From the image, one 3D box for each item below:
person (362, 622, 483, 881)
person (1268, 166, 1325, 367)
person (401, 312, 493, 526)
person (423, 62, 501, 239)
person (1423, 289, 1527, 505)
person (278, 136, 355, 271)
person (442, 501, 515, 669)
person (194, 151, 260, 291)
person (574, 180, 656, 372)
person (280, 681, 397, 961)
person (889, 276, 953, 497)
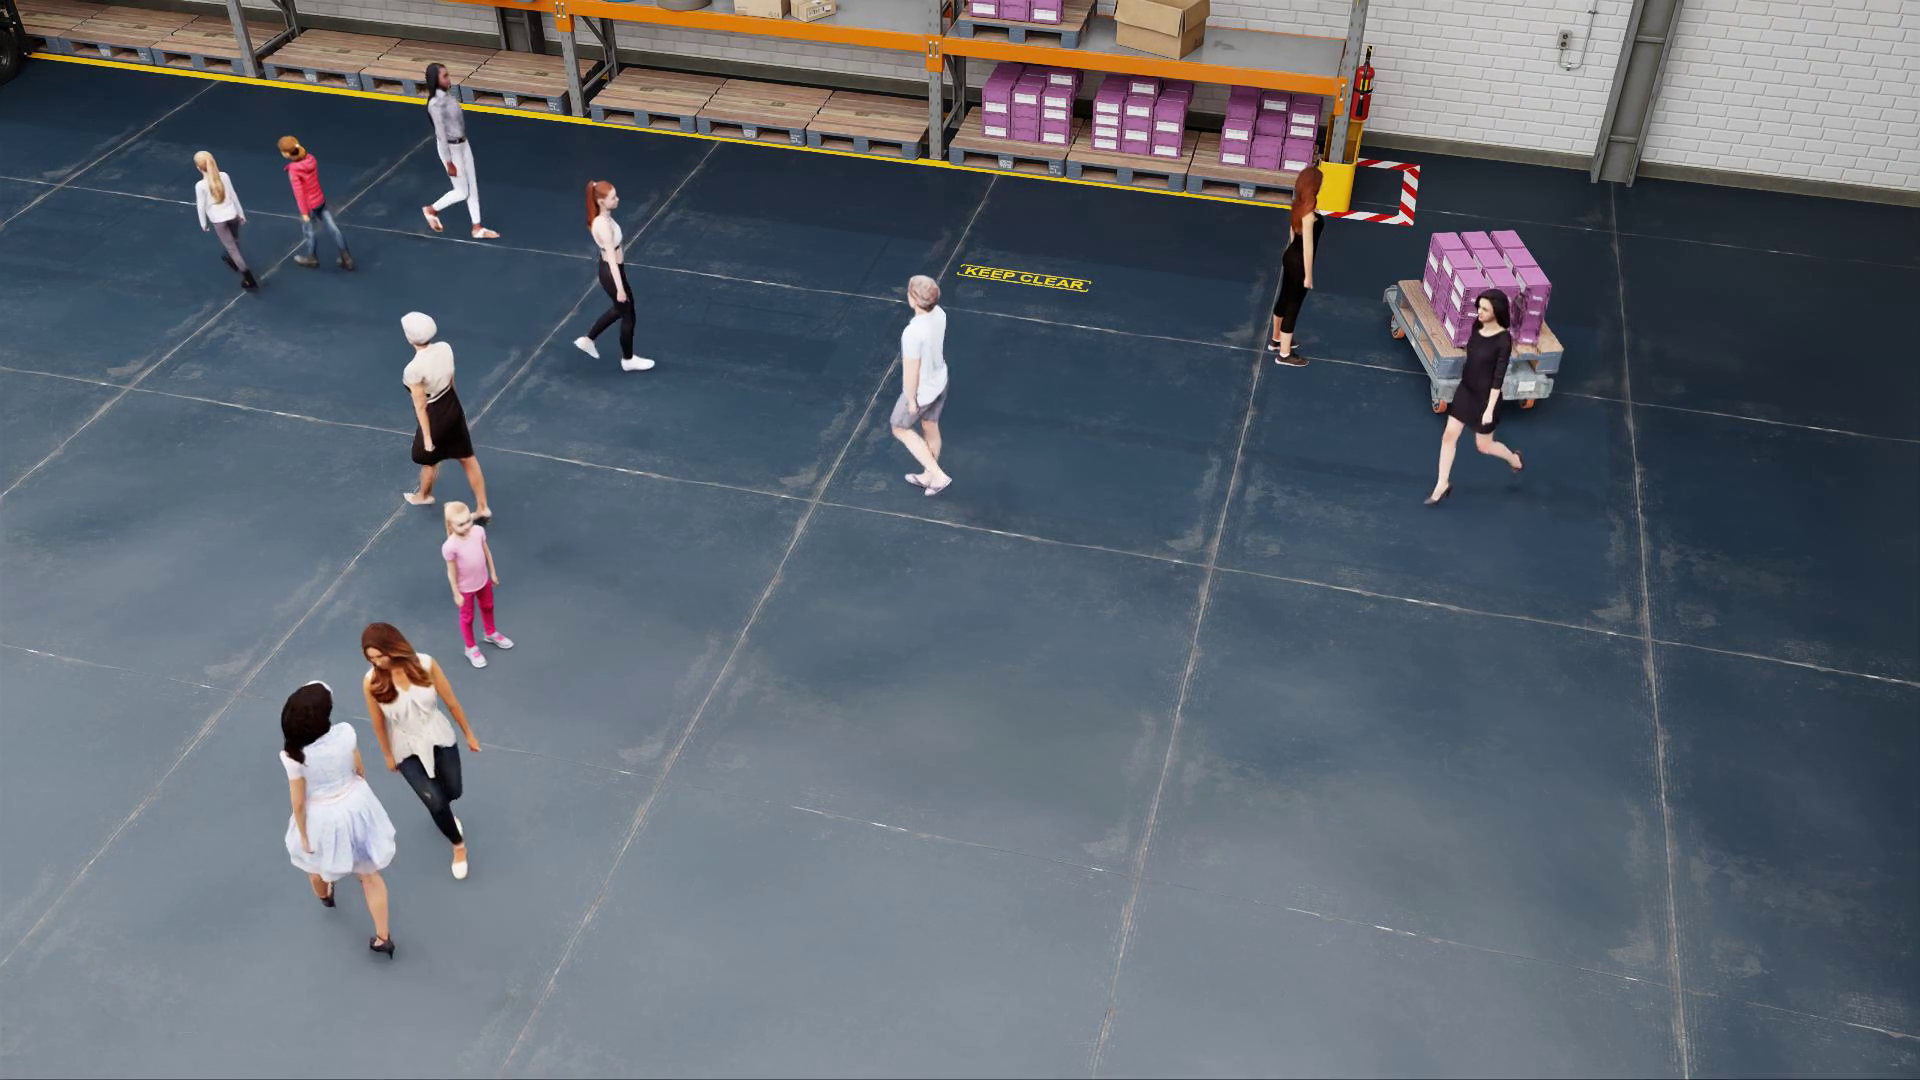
[{"bbox_3d":[-3.042,1.126,9.377,0.898,1.761,0.957,-26,46,-29],"label":"person"},{"bbox_3d":[2.764,-2.259,13.646,0.612,1.724,0.624,-3,39,-4],"label":"person"},{"bbox_3d":[-3.611,-0.804,11.823,1.038,1.726,0.784,18,42,21],"label":"person"},{"bbox_3d":[-4.714,-3.540,15.260,0.932,1.712,0.673,5,39,6],"label":"person"},{"bbox_3d":[3.838,-1.006,12.038,1.120,1.773,0.991,-14,41,-17],"label":"person"},{"bbox_3d":[-5.746,-2.980,14.898,0.812,1.288,0.567,14,41,16],"label":"person"},{"bbox_3d":[-3.196,0.258,10.861,0.558,1.267,0.546,25,45,28],"label":"person"},{"bbox_3d":[-6.468,-2.800,14.712,0.978,1.240,0.744,27,46,30],"label":"person"},{"bbox_3d":[-2.883,-2.105,13.448,0.958,1.730,0.821,-8,39,-10],"label":"person"},{"bbox_3d":[-3.218,1.553,8.836,1.015,1.770,1.127,-31,48,-32],"label":"person"},{"bbox_3d":[-0.195,-1.079,12.092,0.838,1.820,0.779,23,44,26],"label":"person"}]
